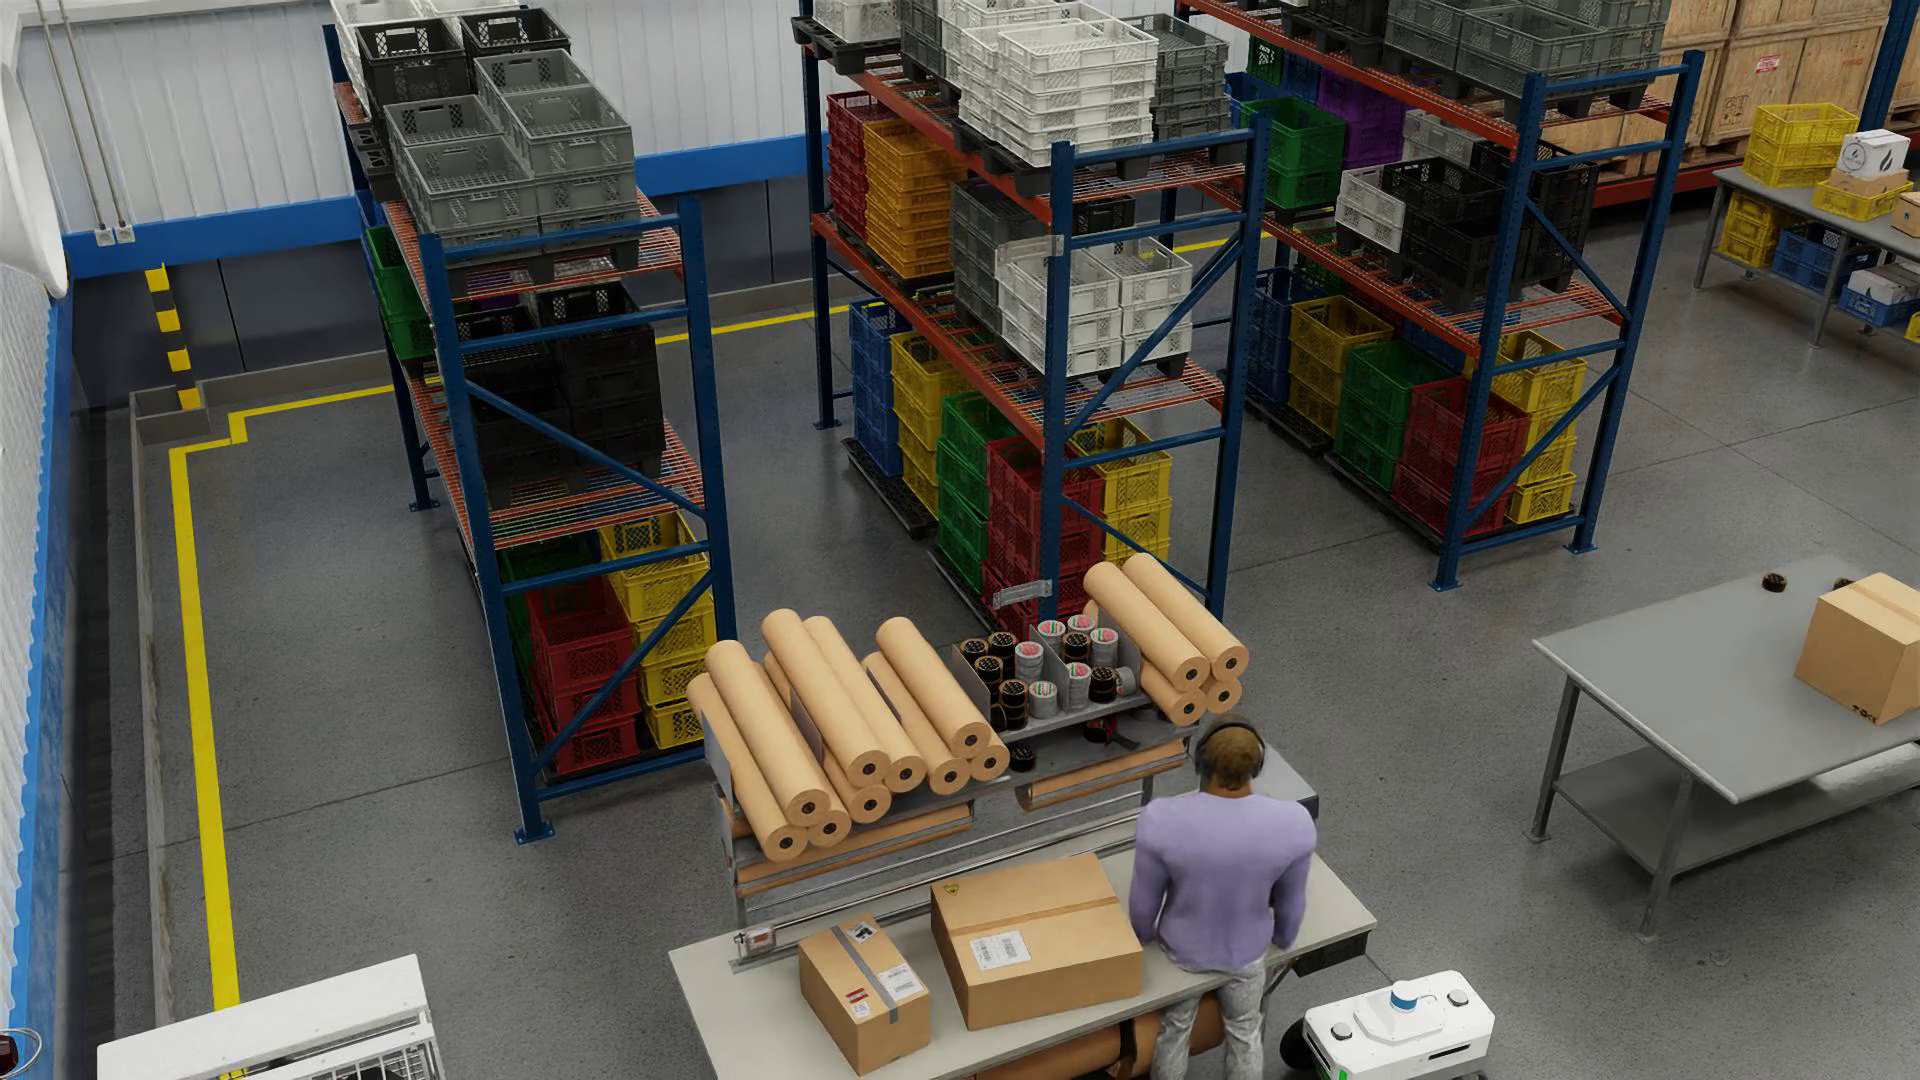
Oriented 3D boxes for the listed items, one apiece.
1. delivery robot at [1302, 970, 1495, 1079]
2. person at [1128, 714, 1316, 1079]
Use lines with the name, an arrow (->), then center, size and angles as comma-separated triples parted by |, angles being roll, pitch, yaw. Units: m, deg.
delivery robot -> 1.702, 1.921, 6.470 | 0.707, 0.478, 0.477 | -10, 33, -16
person -> 0.915, 1.447, 6.027 | 0.629, 1.931, 0.367 | 1, 32, 2
